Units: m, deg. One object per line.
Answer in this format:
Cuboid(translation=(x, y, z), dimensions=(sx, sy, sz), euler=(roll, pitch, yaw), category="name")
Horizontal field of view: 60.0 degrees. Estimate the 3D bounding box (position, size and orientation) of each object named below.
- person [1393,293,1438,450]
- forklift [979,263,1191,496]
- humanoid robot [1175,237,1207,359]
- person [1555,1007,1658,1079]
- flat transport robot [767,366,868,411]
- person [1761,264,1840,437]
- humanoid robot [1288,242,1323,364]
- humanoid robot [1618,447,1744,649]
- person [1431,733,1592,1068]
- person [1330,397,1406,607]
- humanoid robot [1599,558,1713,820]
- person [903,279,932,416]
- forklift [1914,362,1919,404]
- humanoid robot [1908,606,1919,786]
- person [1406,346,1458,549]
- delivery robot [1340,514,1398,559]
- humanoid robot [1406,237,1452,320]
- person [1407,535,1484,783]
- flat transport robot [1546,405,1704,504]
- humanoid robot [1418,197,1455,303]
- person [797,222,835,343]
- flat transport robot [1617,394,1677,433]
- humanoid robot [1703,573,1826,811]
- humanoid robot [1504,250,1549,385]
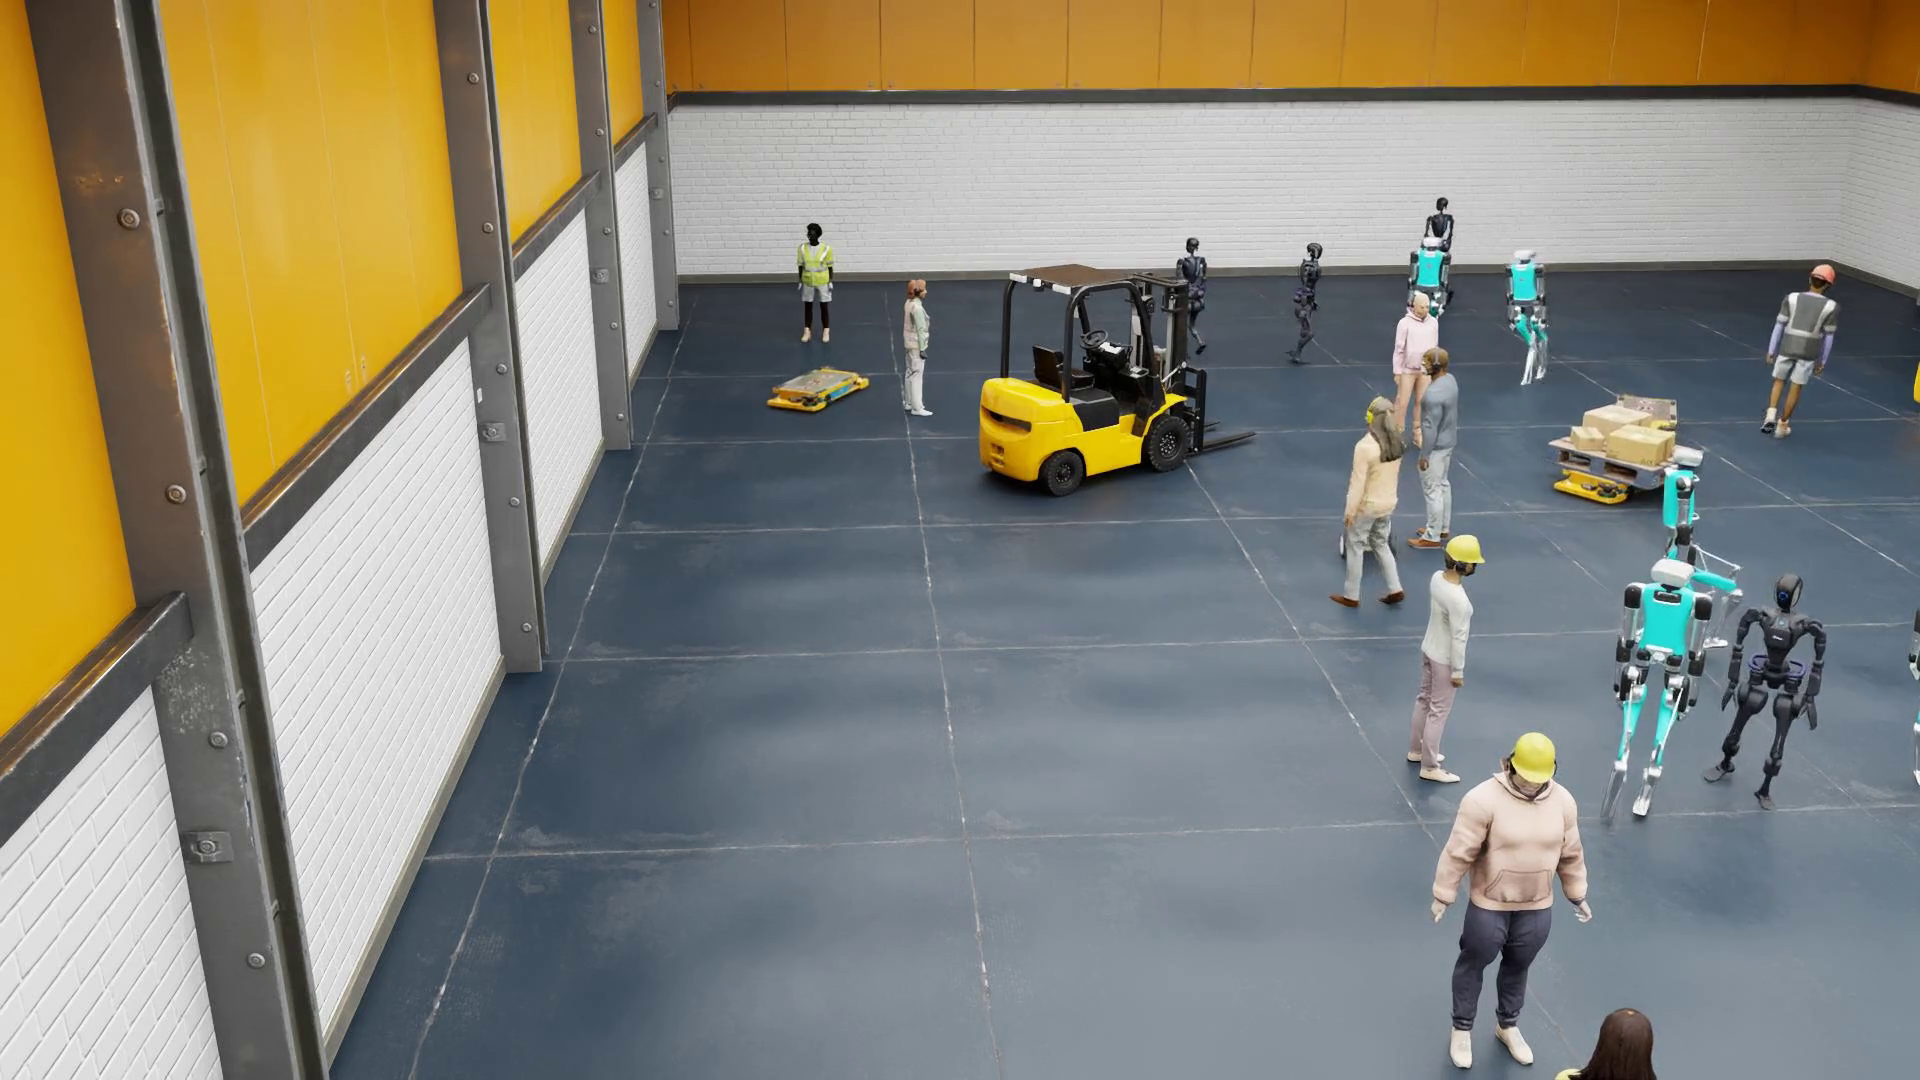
Cuboid(translation=(5.069, -1.887, 18.588), dimensions=(0.536, 1.774, 0.417), euler=(-5, 21, -12), category="person")
Cuboid(translation=(1.315, -1.764, 17.646), dimensions=(2.313, 2.155, 1.214), euler=(-14, 24, -33), category="forklift")
Cuboid(translation=(3.116, -3.256, 22.464), dimensions=(0.595, 1.646, 0.409), euler=(-12, 24, -30), category="humanoid robot")
Cuboid(translation=(2.458, 2.591, 6.395), dimensions=(0.468, 1.766, 0.364), euler=(11, 23, 28), category="person")
Cuboid(translation=(-1.763, -1.884, 20.759), dimensions=(0.659, 0.231, 1.431), euler=(9, 22, 23), category="flat transport robot")
Cuboid(translation=(9.555, -2.133, 18.906), dimensions=(0.637, 2.012, 0.503), euler=(15, 25, 35), category="person")
Cuboid(translation=(4.616, -3.154, 22.181), dimensions=(0.360, 1.648, 0.611), euler=(9, 22, 24), category="humanoid robot")
Cuboid(translation=(5.865, 0.127, 13.189), dimensions=(1.038, 1.743, 0.559), euler=(4, 21, 11), category="humanoid robot")
Cuboid(translation=(2.781, 1.796, 8.425), dimensions=(0.808, 1.860, 0.421), euler=(-1, 20, -3), category="person")
Cuboid(translation=(3.523, -0.296, 14.147), dimensions=(0.575, 1.865, 0.548), euler=(-14, 24, -33), category="person")
Cuboid(translation=(4.410, 1.090, 10.659), dimensions=(0.538, 1.886, 0.682), euler=(12, 23, 29), category="humanoid robot")
Cuboid(translation=(-0.522, -2.311, 19.930), dimensions=(0.306, 1.639, 0.524), euler=(-6, 21, -16), category="person")
Cuboid(translation=(12.602, -2.435, 19.475), dimensions=(2.313, 2.155, 1.214), euler=(-1, 20, -4), category="forklift")
Cuboid(translation=(6.638, 0.902, 11.094), dimensions=(0.539, 1.813, 0.766), euler=(8, 22, 22), category="humanoid robot")
Cuboid(translation=(4.443, -0.865, 15.599), dimensions=(0.389, 1.927, 0.639), euler=(11, 23, 28), category="person")
Cuboid(translation=(3.816, -0.127, 15.585), dimensions=(0.499, 0.613, 0.816), euler=(2, 20, 6), category="delivery robot")
Cuboid(translation=(6.302, -3.247, 22.359), dimensions=(0.541, 1.765, 0.959), euler=(7, 21, 19), category="humanoid robot")
Cuboid(translation=(3.316, 0.793, 11.306), dimensions=(0.330, 1.761, 0.522), euler=(-2, 20, -5), category="person")
Cuboid(translation=(6.935, -0.664, 17.435), dimensions=(1.431, 0.231, 0.659), euler=(-15, 25, -35), category="flat transport robot")
Cuboid(translation=(7.442, -4.491, 25.851), dimensions=(0.592, 1.641, 0.617), euler=(-9, 22, -23), category="humanoid robot")
Cuboid(translation=(-2.029, -3.627, 23.430), dimensions=(0.535, 1.699, 0.322), euler=(3, 20, 8), category="person")
Cuboid(translation=(8.035, -1.422, 19.501), dimensions=(0.659, 0.231, 1.431), euler=(8, 22, 20), category="flat transport robot")
Cuboid(translation=(5.362, 0.959, 11.007), dimensions=(0.643, 1.641, 0.438), euler=(13, 24, 31), category="humanoid robot")
Cuboid(translation=(7.448, -2.877, 21.378), dimensions=(0.961, 1.760, 0.574), euler=(-12, 23, -29), category="humanoid robot")
